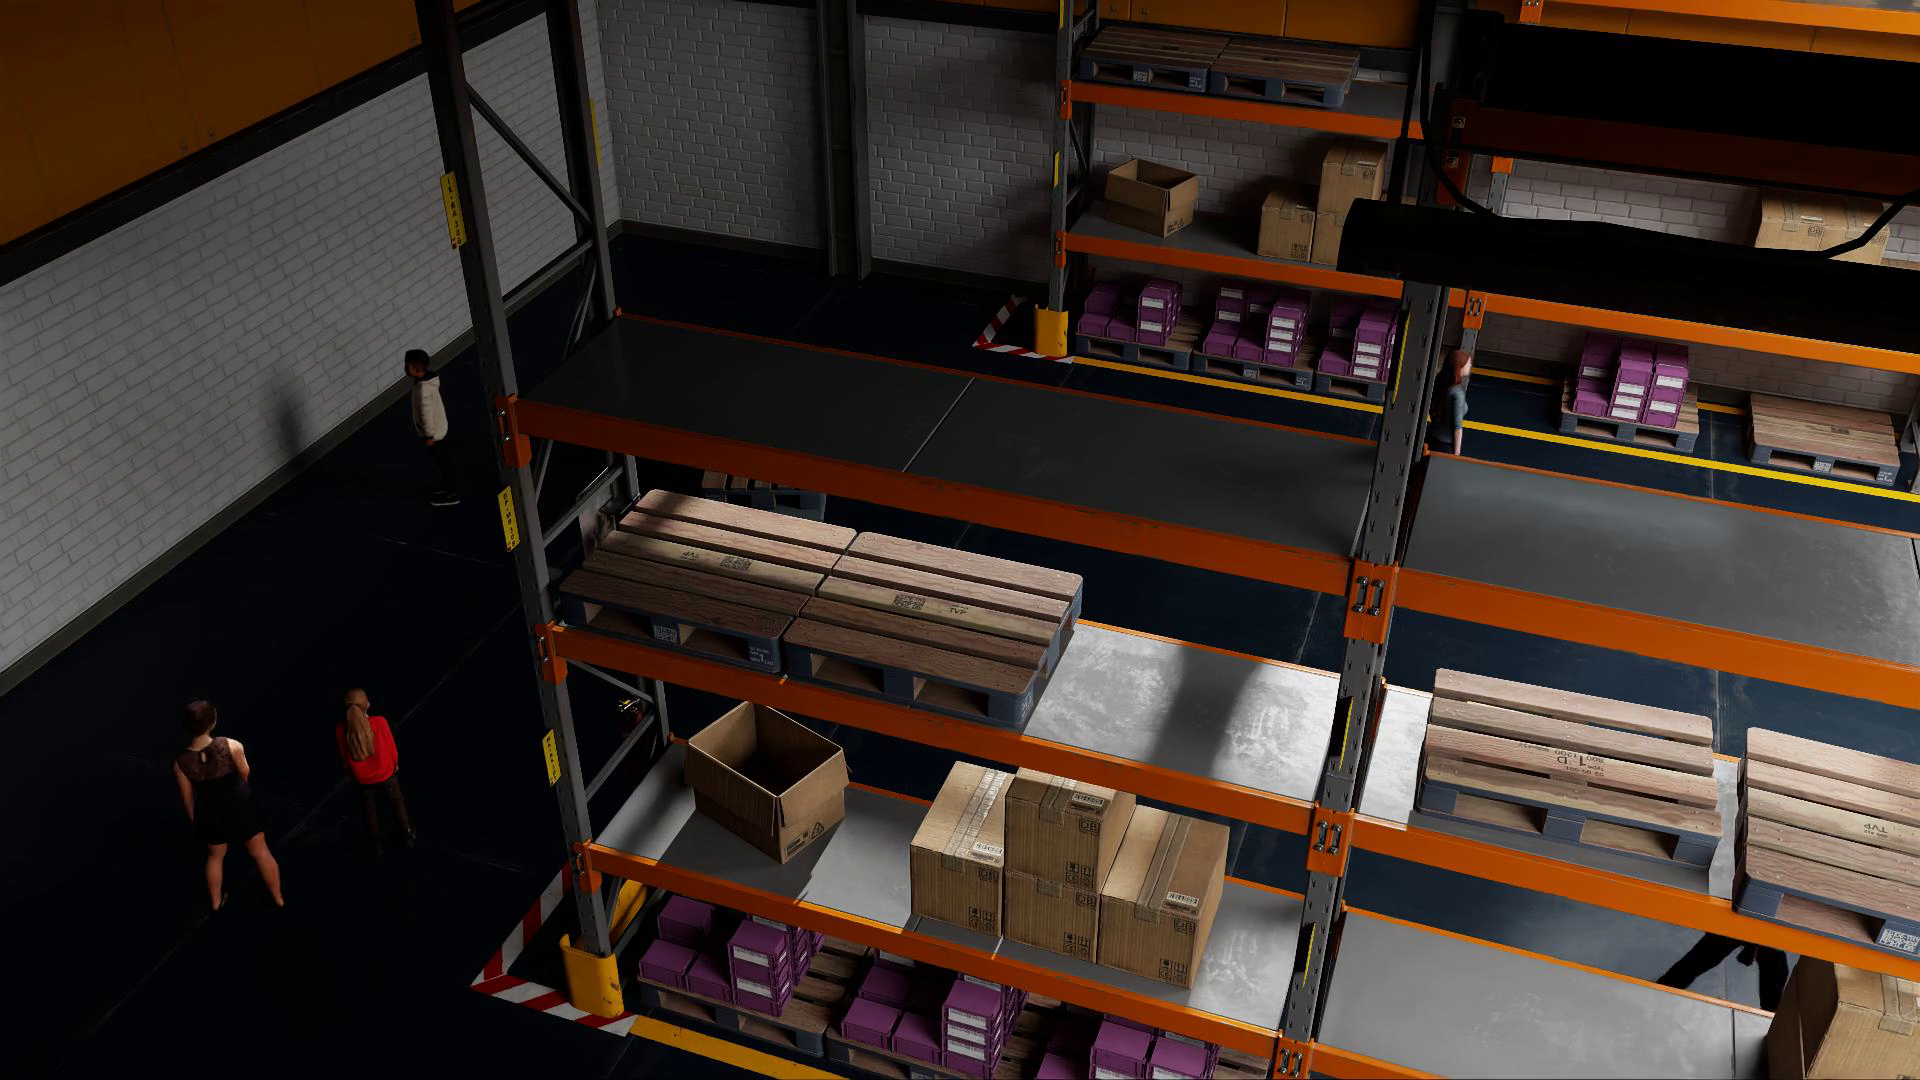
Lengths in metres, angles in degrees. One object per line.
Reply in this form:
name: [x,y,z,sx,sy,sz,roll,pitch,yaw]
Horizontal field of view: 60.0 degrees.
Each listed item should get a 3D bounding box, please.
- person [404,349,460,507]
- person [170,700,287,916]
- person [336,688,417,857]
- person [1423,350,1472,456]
person: [-4.501,-0.975,14.232,0.694,1.452,0.645,-12,36,-18]
person: [-4.403,1.659,10.075,0.817,1.668,0.880,-15,36,-21]
person: [-3.774,1.482,10.691,0.554,1.280,0.628,-9,35,-14]
person: [3.952,-0.770,13.661,0.702,1.743,0.670,-7,34,-11]
